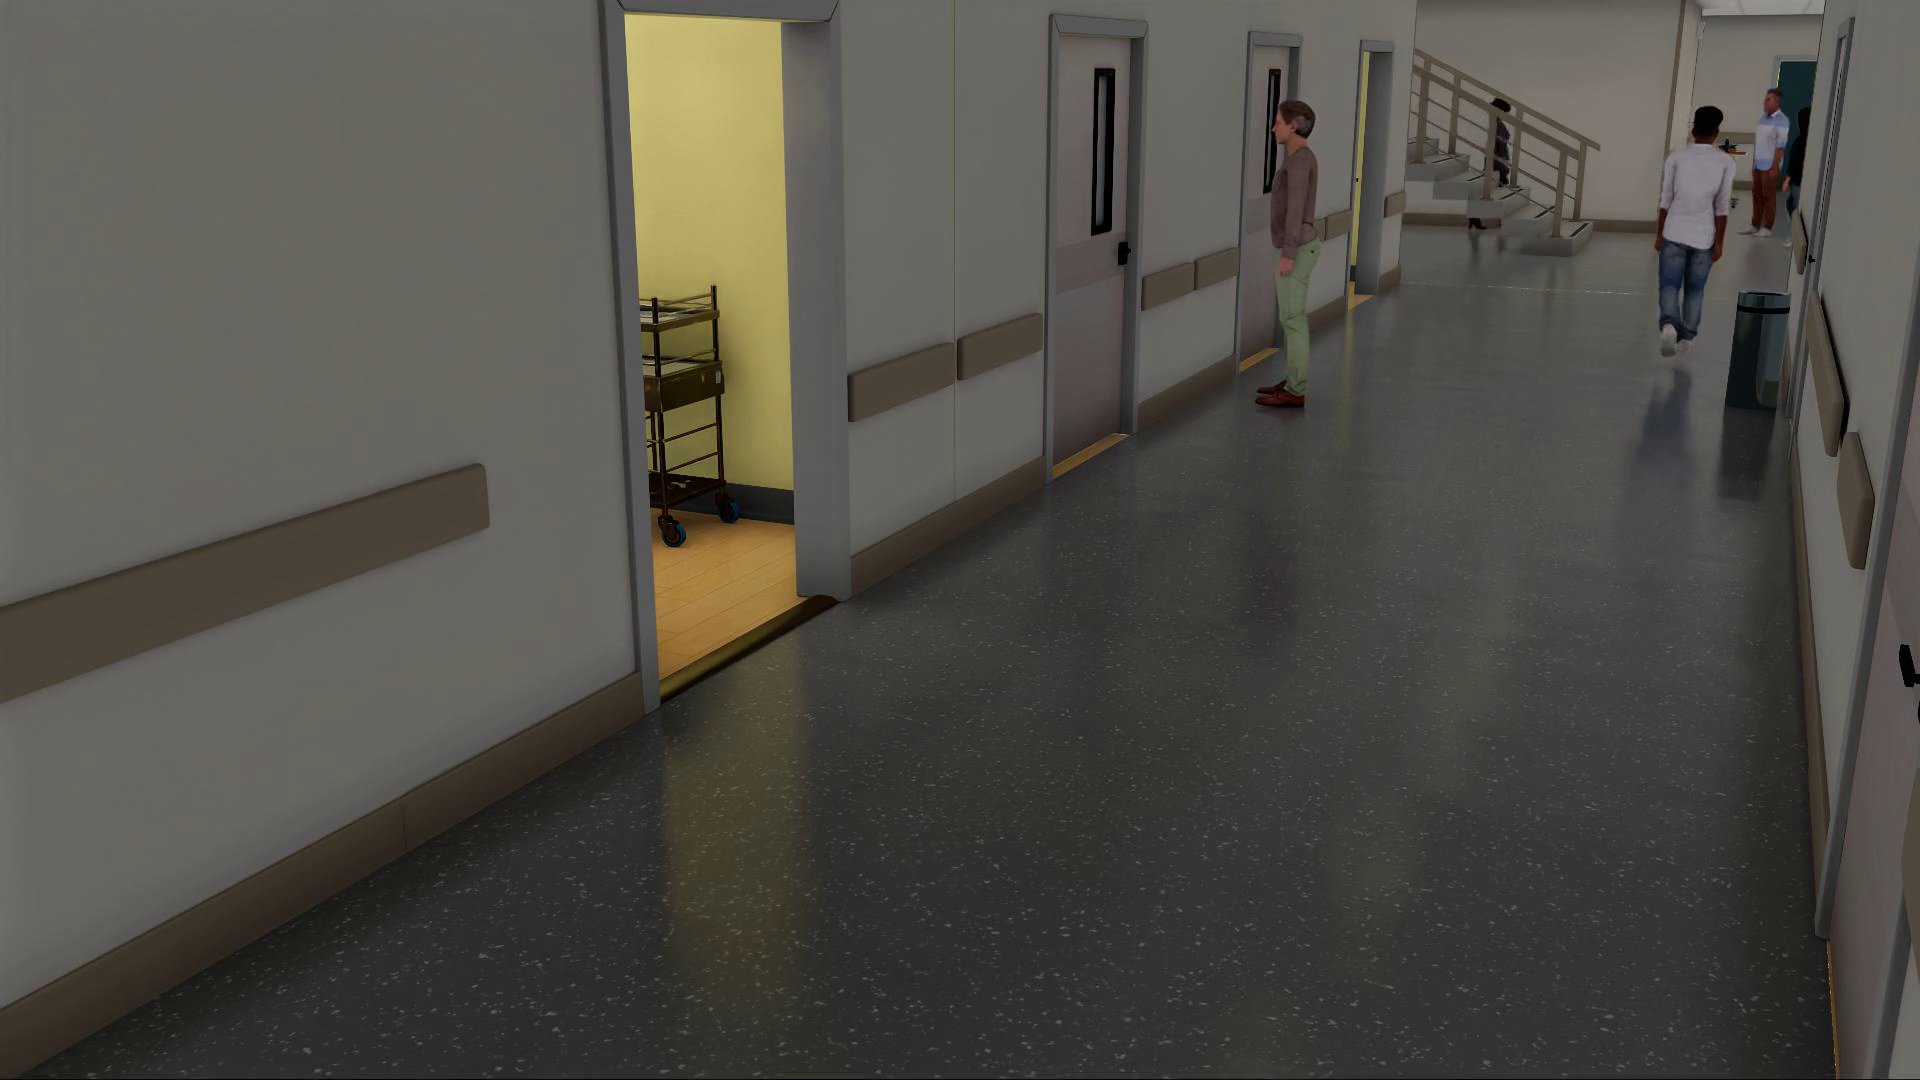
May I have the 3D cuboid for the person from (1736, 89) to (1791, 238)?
[{"bbox_3d":[10.267,-4.787,21.137,0.775,1.827,0.771,-2,16,-7],"label":"person"}]

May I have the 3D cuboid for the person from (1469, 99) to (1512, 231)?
[{"bbox_3d":[6.936,-4.922,21.874,0.906,1.688,0.694,4,16,14],"label":"person"}]

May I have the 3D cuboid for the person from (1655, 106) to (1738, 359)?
[{"bbox_3d":[5.252,-2.193,12.015,1.077,1.785,0.712,6,17,22],"label":"person"}]

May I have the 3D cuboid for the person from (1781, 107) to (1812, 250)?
[{"bbox_3d":[9.988,-4.245,19.563,0.674,1.638,0.674,-14,21,-41],"label":"person"}]

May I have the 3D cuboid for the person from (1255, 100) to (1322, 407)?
[{"bbox_3d":[2.102,-1.790,10.430,0.679,1.870,0.728,3,16,10],"label":"person"}]
